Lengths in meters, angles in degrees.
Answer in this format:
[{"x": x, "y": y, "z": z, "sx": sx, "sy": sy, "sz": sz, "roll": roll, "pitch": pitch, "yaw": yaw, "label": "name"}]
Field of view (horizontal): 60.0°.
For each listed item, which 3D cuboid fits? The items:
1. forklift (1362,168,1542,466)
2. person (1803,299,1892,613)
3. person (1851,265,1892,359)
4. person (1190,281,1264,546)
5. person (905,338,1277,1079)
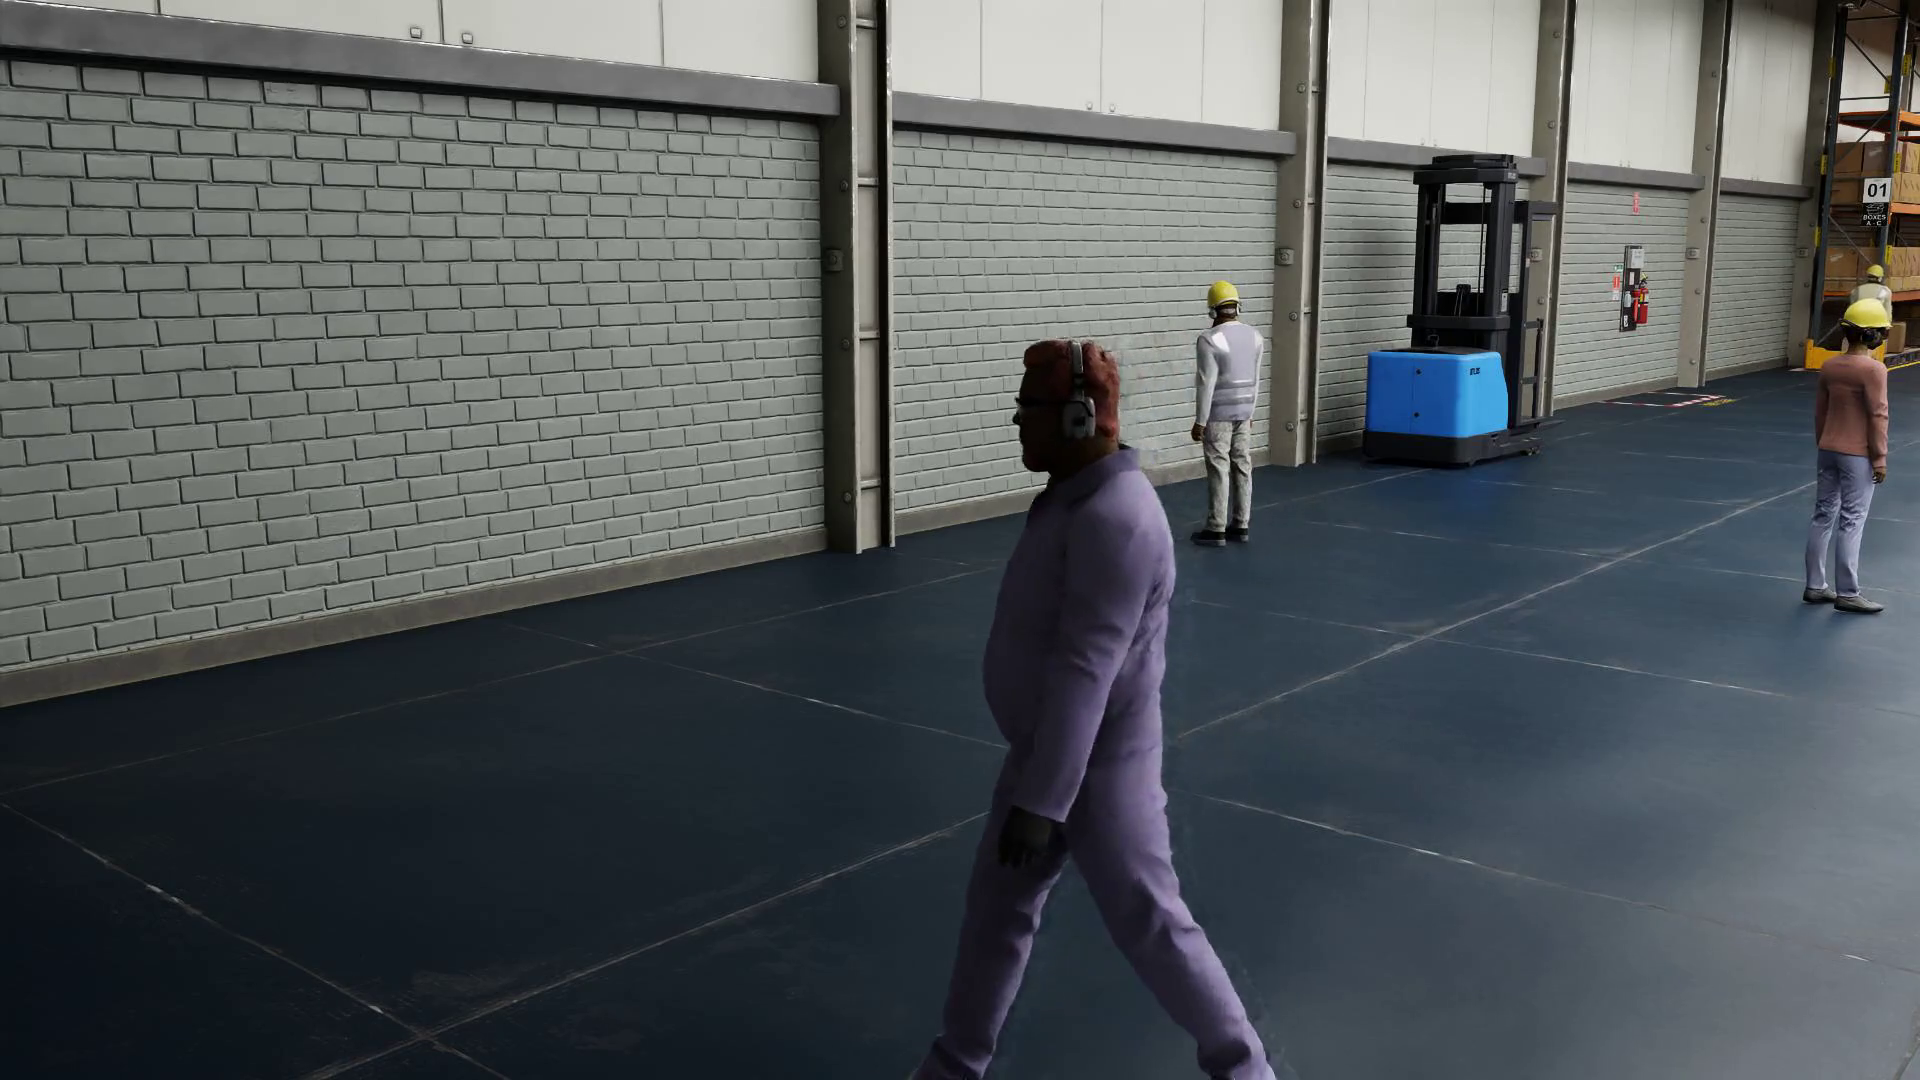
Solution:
[{"x": 4.875, "y": -2.212, "z": 16.287, "sx": 1.129, "sy": 2.768, "sz": 1.873, "roll": 8, "pitch": 13, "yaw": 40, "label": "forklift"}, {"x": 5.094, "y": -0.485, "z": 9.502, "sx": 0.314, "sy": 1.769, "sz": 0.524, "roll": -2, "pitch": 10, "yaw": -10, "label": "person"}, {"x": 13.888, "y": -3.299, "z": 25.422, "sx": 0.772, "sy": 1.809, "sz": 0.600, "roll": -8, "pitch": 13, "yaw": -40, "label": "person"}, {"x": 1.834, "y": -0.881, "z": 11.587, "sx": 0.587, "sy": 1.826, "sz": 0.404, "roll": -8, "pitch": 12, "yaw": -37, "label": "person"}, {"x": 0.278, "y": 0.482, "z": 3.733, "sx": 0.985, "sy": 1.867, "sz": 0.636, "roll": -2, "pitch": 10, "yaw": -9, "label": "person"}]
